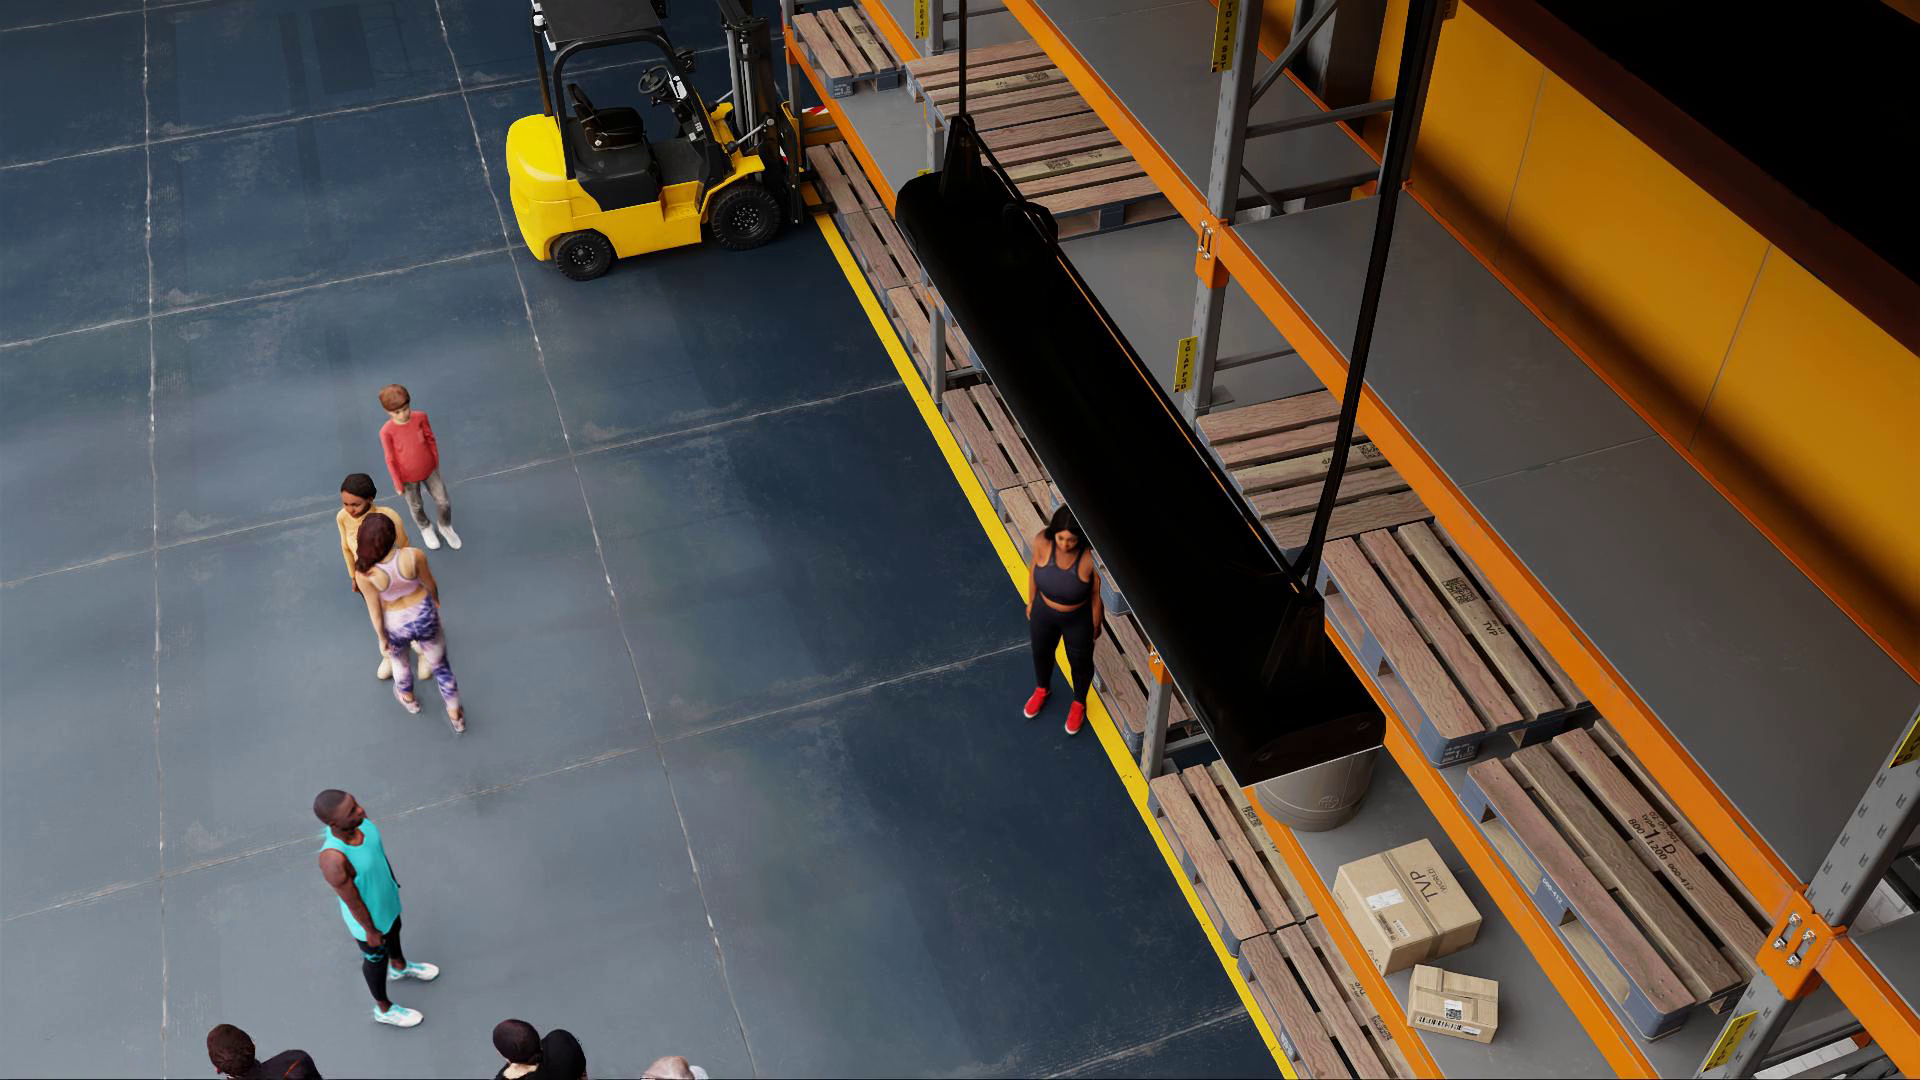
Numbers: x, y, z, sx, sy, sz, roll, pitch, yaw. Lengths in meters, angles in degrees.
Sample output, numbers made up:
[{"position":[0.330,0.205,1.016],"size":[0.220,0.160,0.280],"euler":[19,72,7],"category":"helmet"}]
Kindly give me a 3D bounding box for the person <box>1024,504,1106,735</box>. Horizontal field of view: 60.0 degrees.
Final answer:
[{"position":[0.649,0.438,10.242],"size":[0.767,1.815,0.827],"euler":[18,46,18],"category":"person"}]

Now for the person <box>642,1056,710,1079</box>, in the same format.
[{"position":[-1.253,2.898,7.606],"size":[0.799,1.890,0.740],"euler":[18,47,18],"category":"person"}]

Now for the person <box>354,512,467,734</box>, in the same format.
[{"position":[-3.322,0.553,10.165],"size":[0.674,1.756,0.840],"euler":[-22,48,-22],"category":"person"}]

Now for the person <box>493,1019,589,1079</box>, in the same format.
[{"position":[-1.823,2.807,7.813],"size":[1.069,1.736,0.988],"euler":[20,47,20],"category":"person"}]

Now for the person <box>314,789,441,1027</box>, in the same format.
[{"position":[-3.100,1.907,8.708],"size":[0.724,1.804,0.595],"euler":[1,44,1],"category":"person"}]

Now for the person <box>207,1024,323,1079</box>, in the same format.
[{"position":[-3.034,2.879,7.648],"size":[1.275,1.858,1.037],"euler":[33,53,30],"category":"person"}]

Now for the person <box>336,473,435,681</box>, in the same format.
[{"position":[-3.667,0.221,10.582],"size":[0.675,1.659,0.680],"euler":[1,44,1],"category":"person"}]

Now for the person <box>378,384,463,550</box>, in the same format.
[{"position":[-3.810,-0.527,11.554],"size":[0.580,1.403,0.613],"euler":[-24,48,-23],"category":"person"}]
